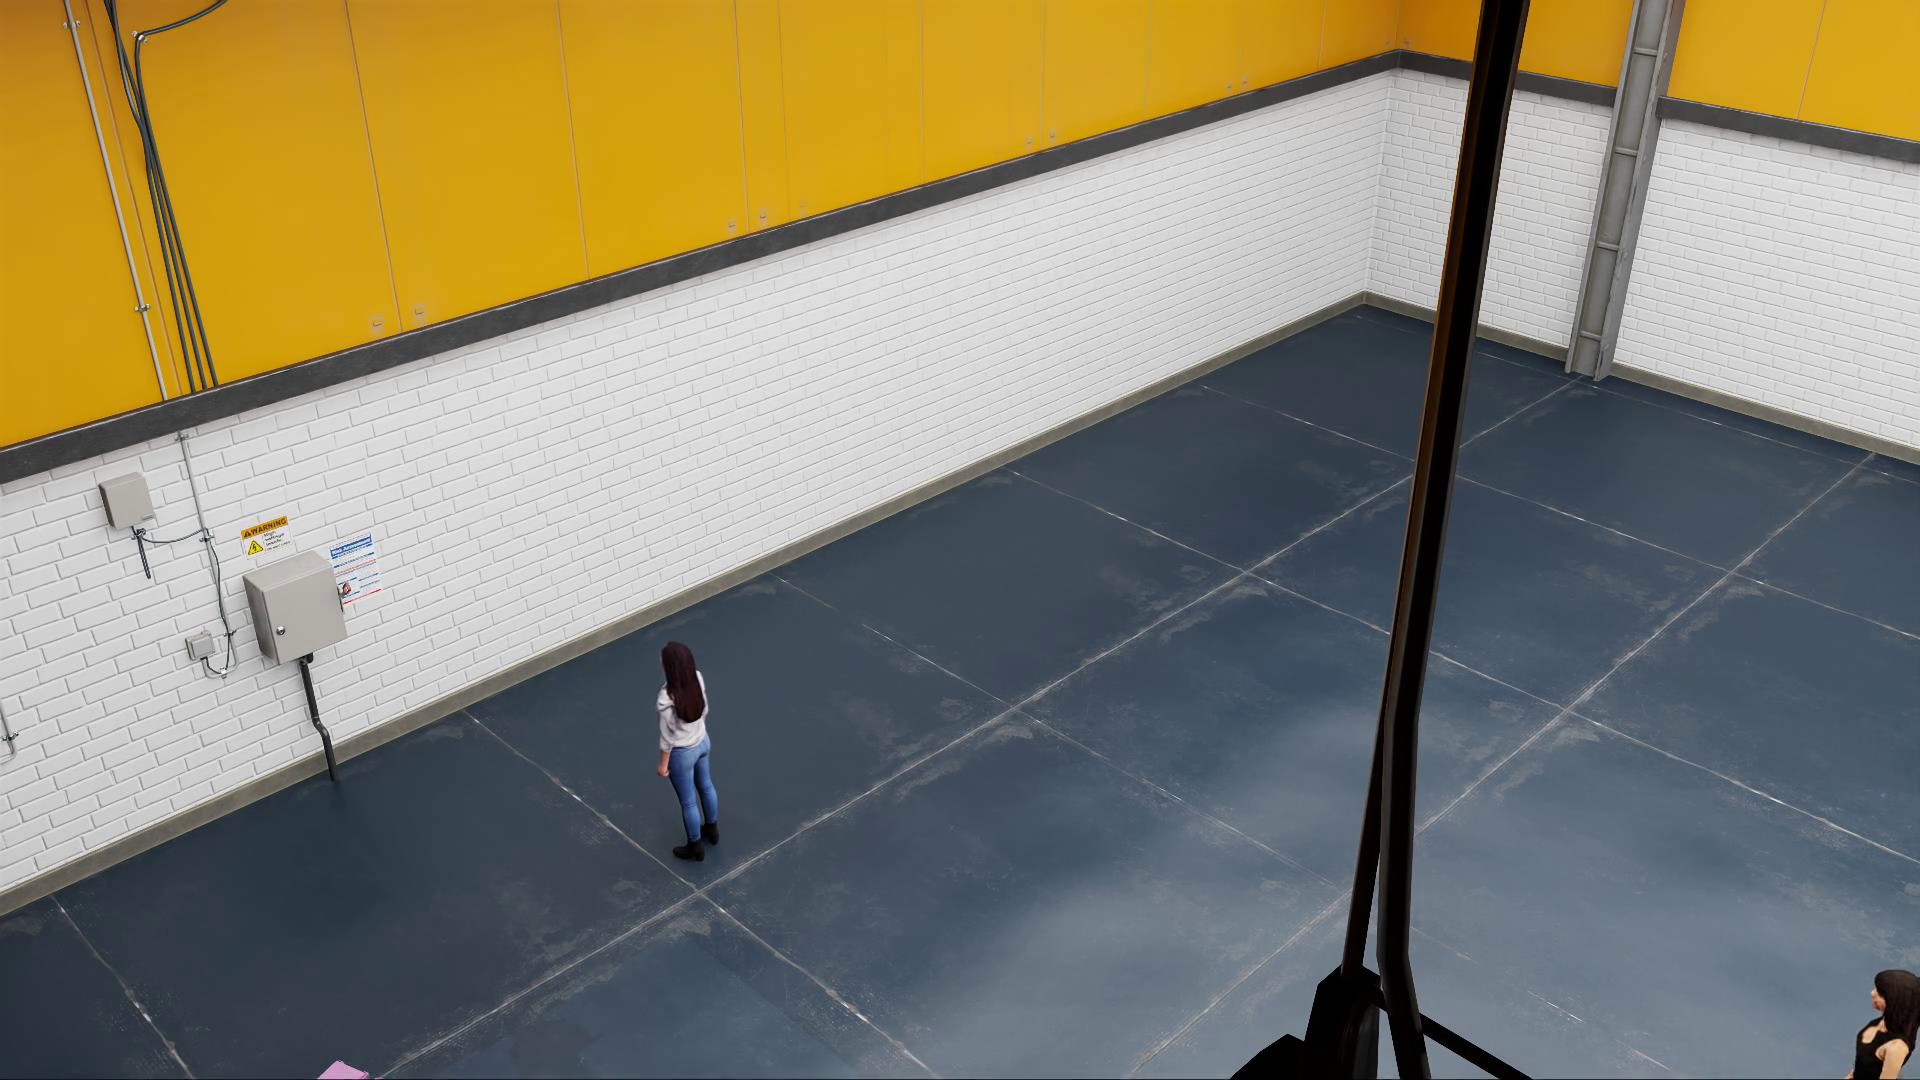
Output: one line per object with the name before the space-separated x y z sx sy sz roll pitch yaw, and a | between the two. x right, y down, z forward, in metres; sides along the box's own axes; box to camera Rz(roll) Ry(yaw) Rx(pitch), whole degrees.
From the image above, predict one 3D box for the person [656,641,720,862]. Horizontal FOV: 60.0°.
person | -1.769 1.365 10.844 0.613 1.633 0.659 14 32 24
